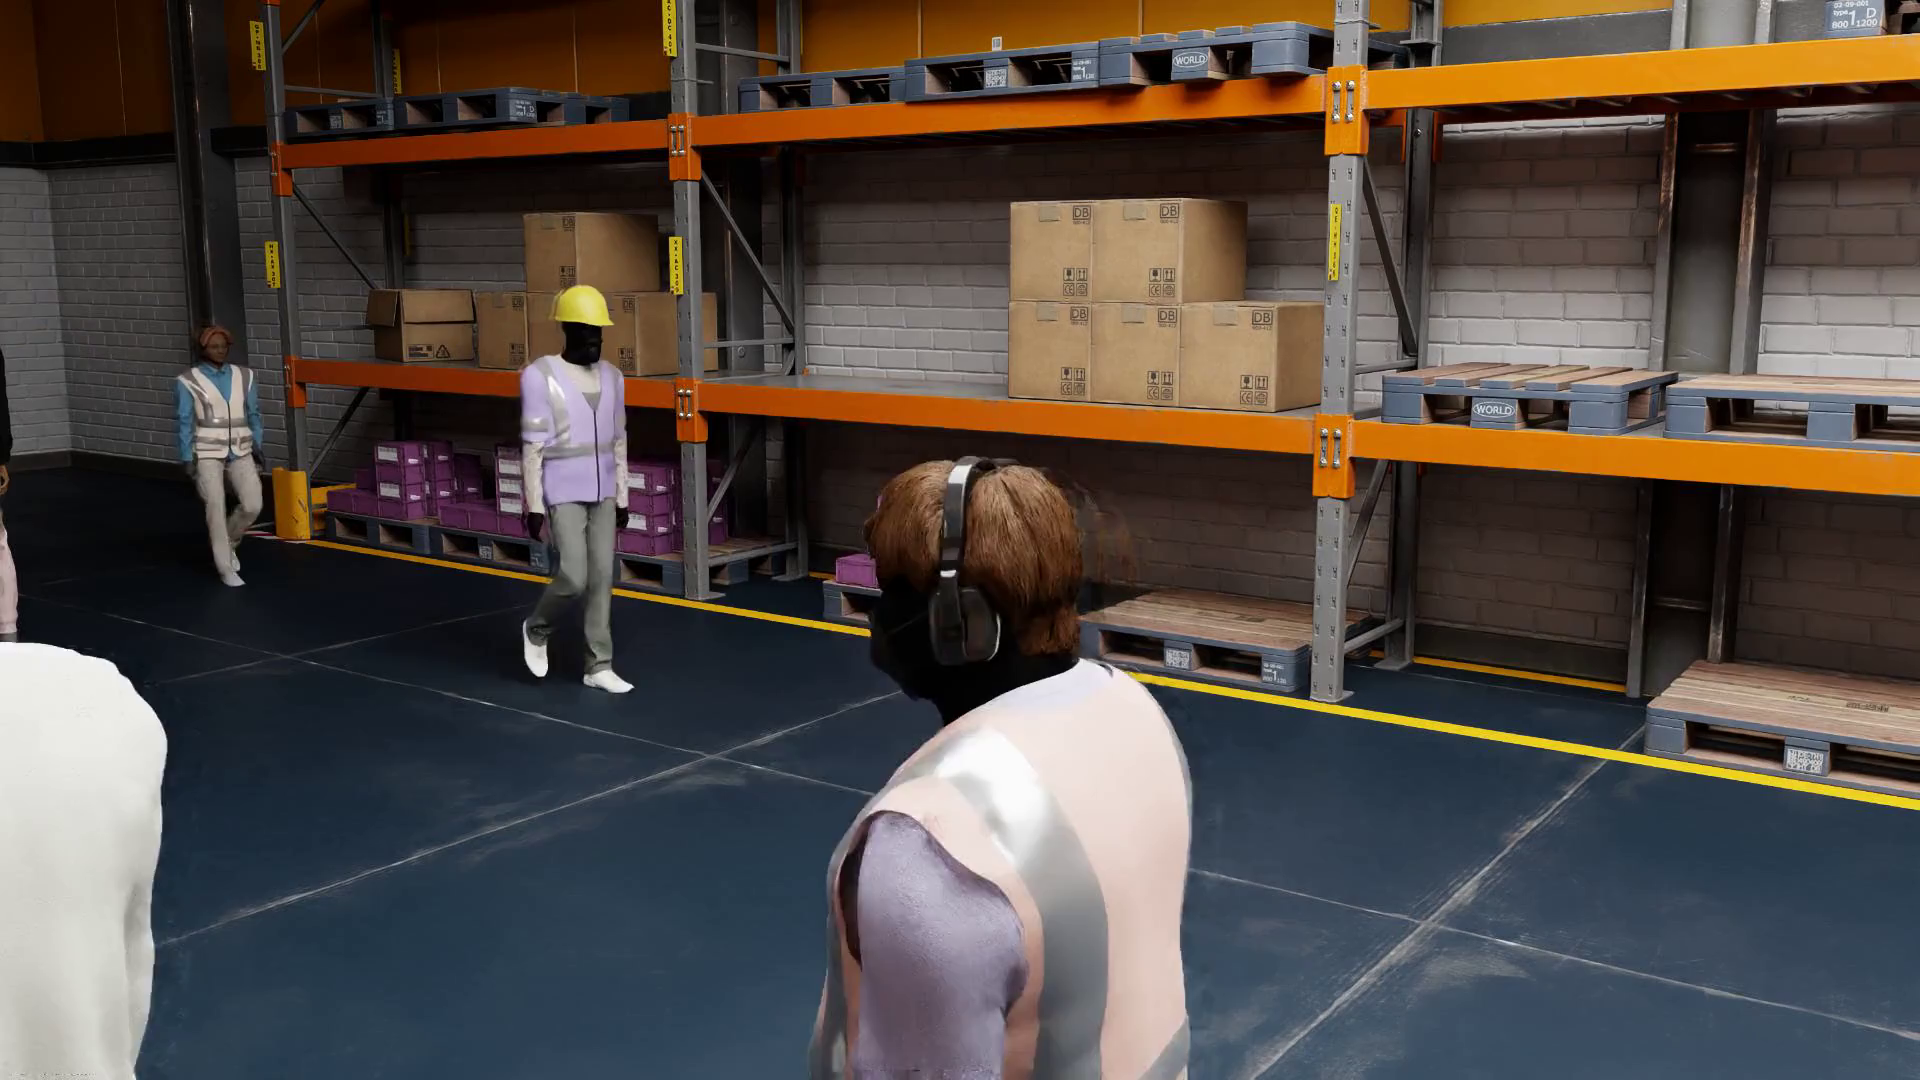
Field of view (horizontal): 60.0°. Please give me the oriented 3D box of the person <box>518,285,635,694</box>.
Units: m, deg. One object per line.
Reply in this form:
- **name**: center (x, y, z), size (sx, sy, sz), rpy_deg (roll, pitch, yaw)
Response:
- **person**: center (-1.802, -0.227, 7.766), size (0.528, 1.912, 0.614), rpy_deg (7, 12, 36)

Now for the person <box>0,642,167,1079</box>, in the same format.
- **person**: center (-1.045, 0.793, 1.781), size (0.997, 1.900, 0.637), rpy_deg (5, 11, 25)

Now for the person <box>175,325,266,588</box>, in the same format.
- **person**: center (-4.606, -0.523, 10.360), size (0.415, 1.625, 0.535), rpy_deg (8, 13, 40)

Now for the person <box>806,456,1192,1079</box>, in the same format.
- **person**: center (0.106, 0.806, 1.922), size (0.802, 1.815, 0.634), rpy_deg (4, 11, 25)

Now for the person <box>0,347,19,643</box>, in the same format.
- **person**: center (-5.124, -0.380, 8.438), size (0.389, 1.996, 0.612), rpy_deg (6, 11, 32)
